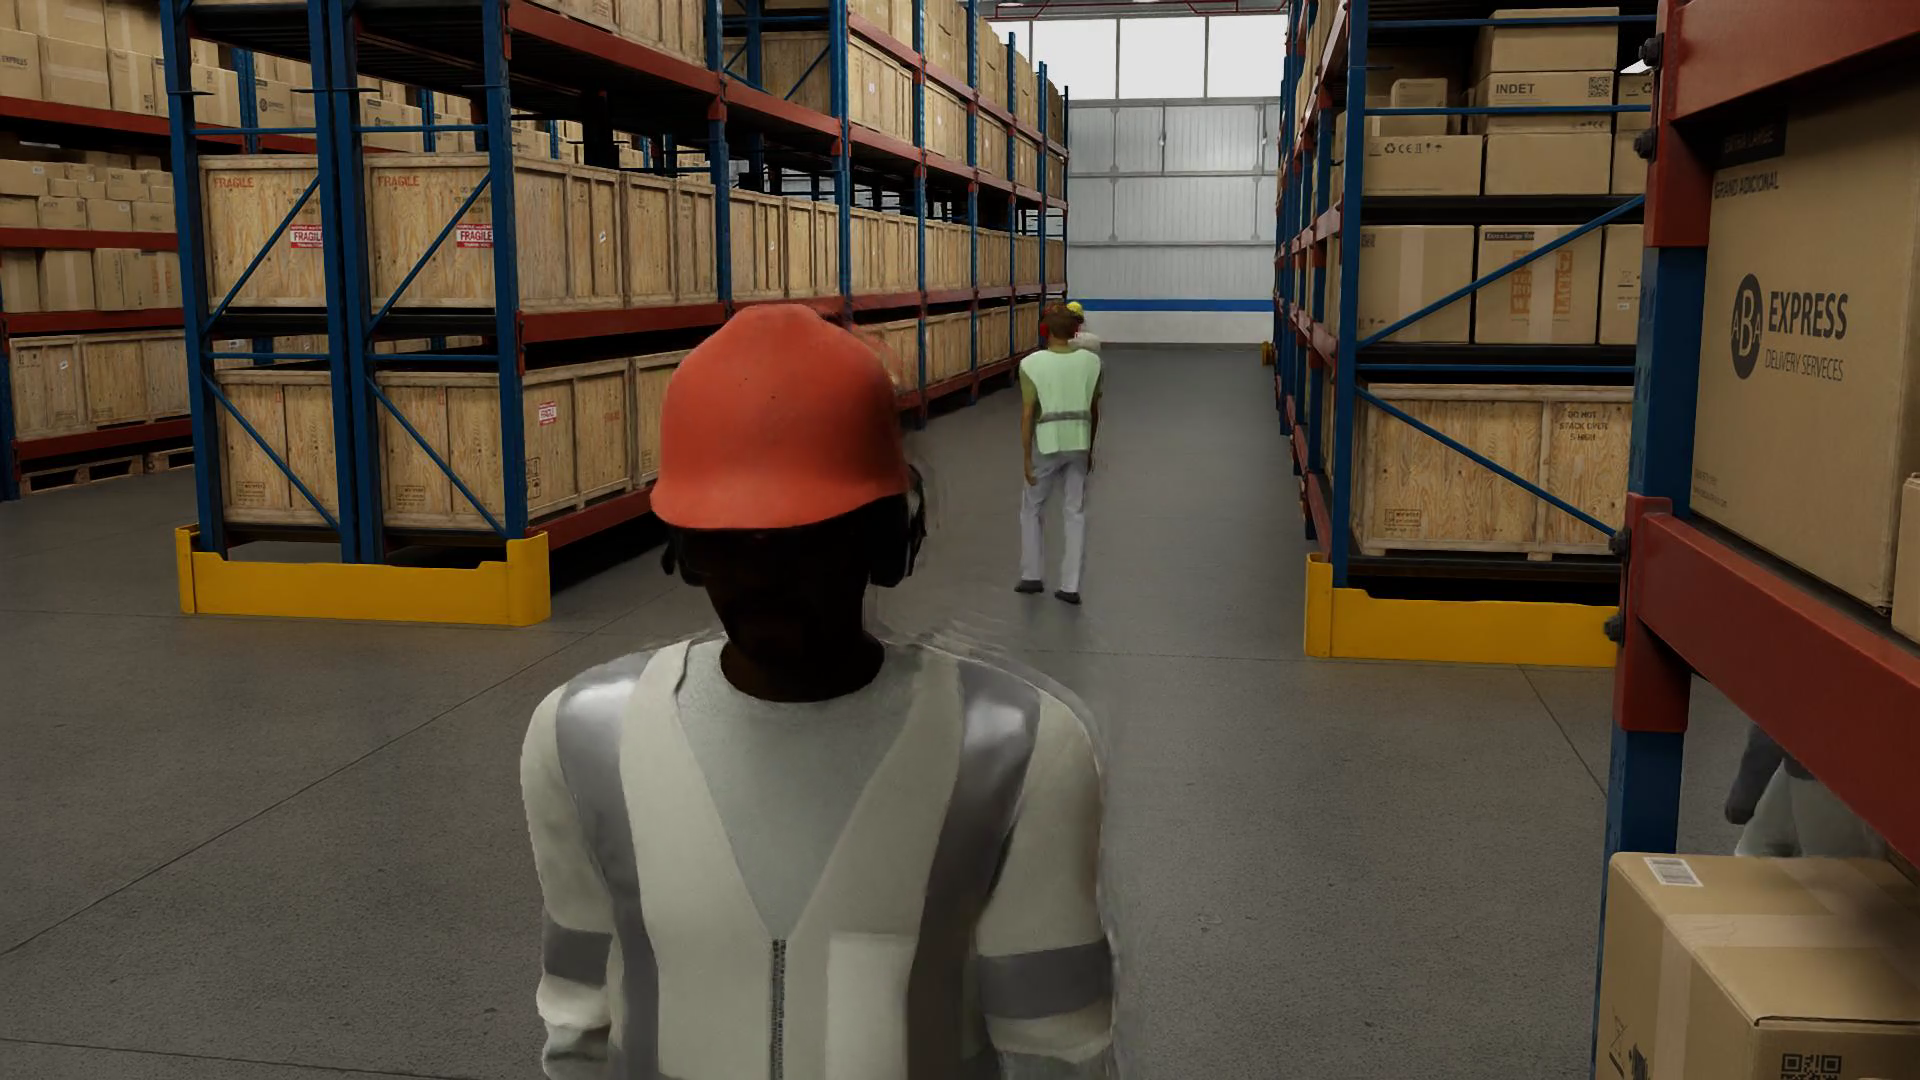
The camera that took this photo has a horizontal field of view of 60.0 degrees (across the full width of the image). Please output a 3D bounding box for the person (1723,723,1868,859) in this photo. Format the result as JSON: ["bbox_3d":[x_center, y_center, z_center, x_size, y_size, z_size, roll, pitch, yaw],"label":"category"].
[{"bbox_3d":[2.034,0.554,4.179,0.770,1.595,0.524,7,11,36],"label":"person"}]

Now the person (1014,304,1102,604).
[{"bbox_3d":[0.583,-0.537,10.289,0.562,1.819,0.722,-3,10,-18],"label":"person"}]

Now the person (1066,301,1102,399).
[{"bbox_3d":[1.168,-1.568,16.959,0.525,1.734,0.808,2,9,14],"label":"person"}]

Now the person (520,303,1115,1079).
[{"bbox_3d":[-0.144,0.743,1.819,0.622,2.003,1.026,1,9,4],"label":"person"}]
